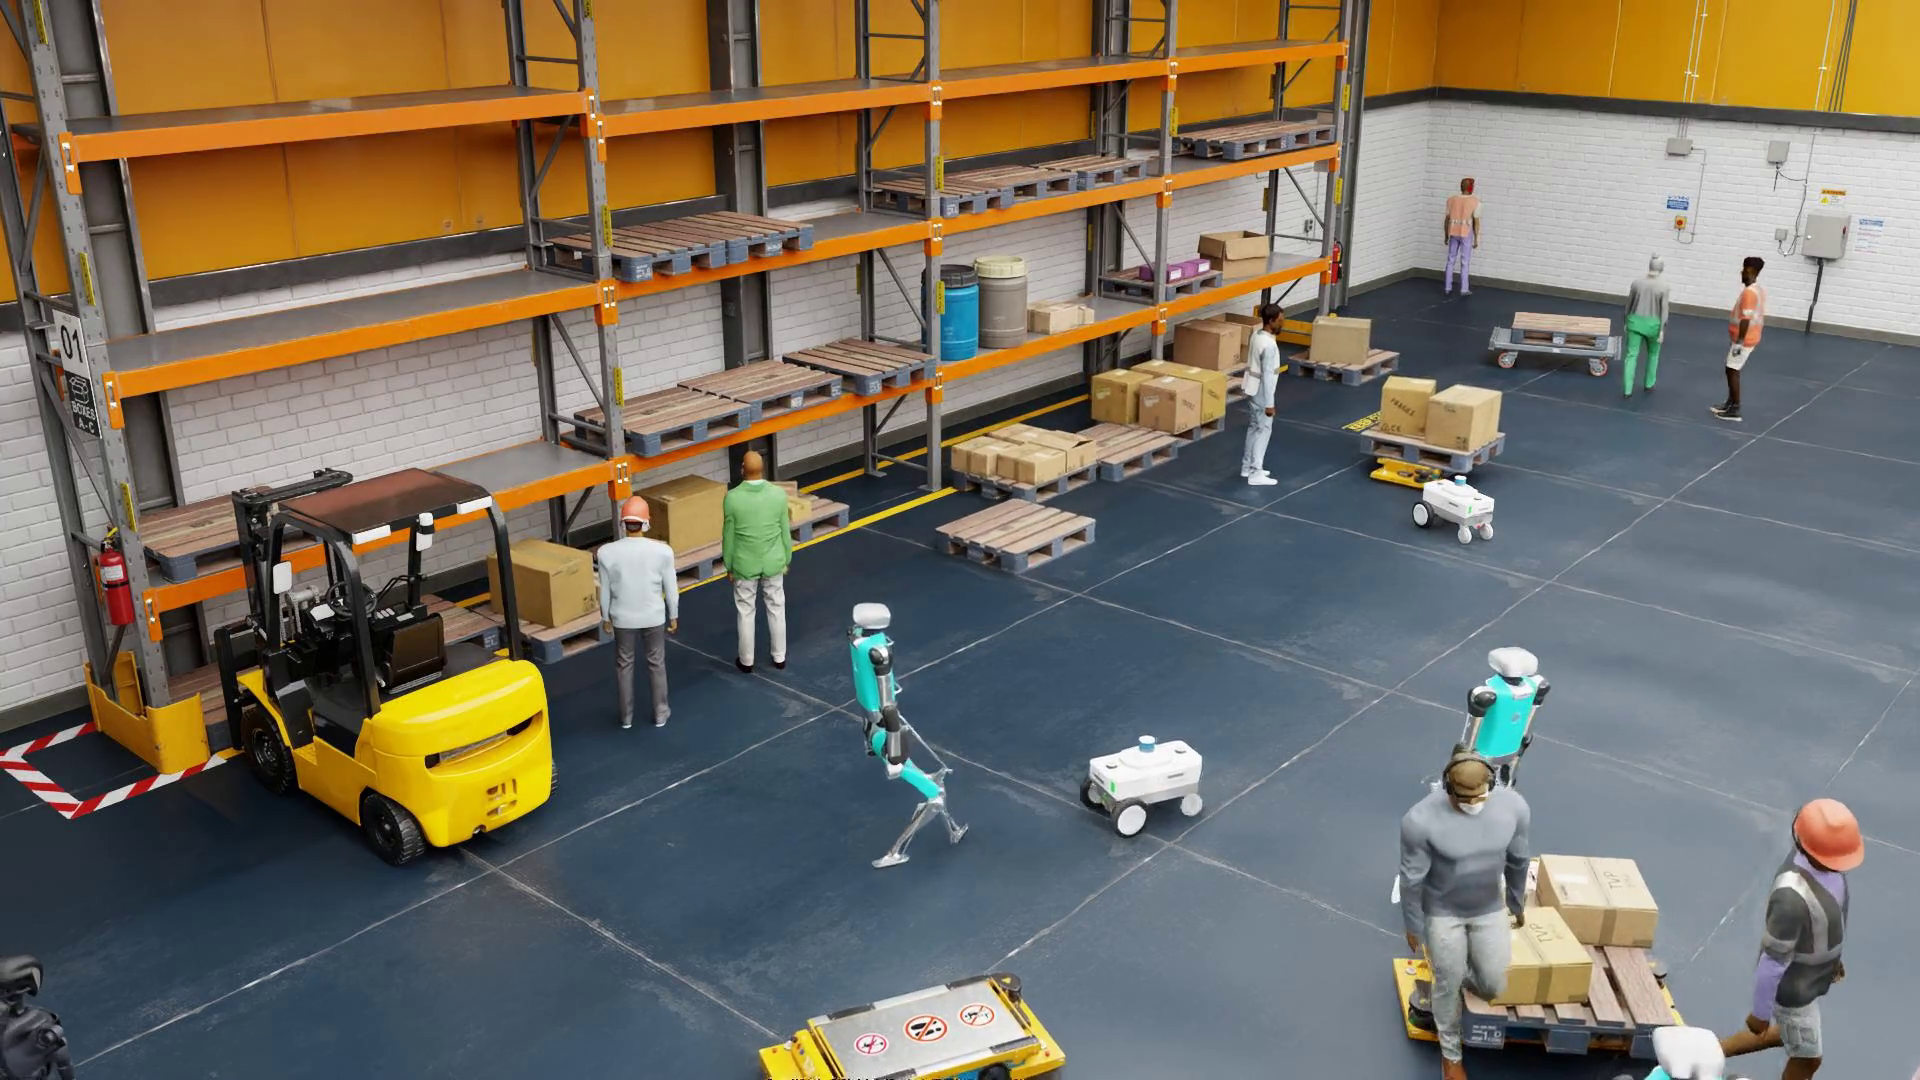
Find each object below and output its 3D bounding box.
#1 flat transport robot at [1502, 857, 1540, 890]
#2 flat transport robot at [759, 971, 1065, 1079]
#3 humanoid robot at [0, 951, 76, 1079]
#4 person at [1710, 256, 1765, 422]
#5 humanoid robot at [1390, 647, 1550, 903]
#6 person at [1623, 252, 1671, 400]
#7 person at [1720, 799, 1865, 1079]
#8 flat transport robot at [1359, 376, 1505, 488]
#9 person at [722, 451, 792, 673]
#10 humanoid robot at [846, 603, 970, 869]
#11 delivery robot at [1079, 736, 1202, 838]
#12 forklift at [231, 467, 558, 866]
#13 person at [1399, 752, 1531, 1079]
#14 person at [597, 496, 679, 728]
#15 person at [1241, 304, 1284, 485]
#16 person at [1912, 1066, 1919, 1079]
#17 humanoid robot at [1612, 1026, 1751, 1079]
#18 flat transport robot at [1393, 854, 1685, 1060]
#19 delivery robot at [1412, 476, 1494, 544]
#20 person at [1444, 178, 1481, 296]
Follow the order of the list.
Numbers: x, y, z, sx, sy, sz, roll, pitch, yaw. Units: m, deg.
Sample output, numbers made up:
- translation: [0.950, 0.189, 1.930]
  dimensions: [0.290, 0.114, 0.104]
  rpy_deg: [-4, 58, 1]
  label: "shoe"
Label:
- translation: [3.347, 2.212, 9.558]
  dimensions: [0.659, 0.231, 1.431]
  rpy_deg: [4, 21, 11]
  label: "flat transport robot"
- translation: [-0.245, 2.609, 8.482]
  dimensions: [1.431, 0.231, 0.659]
  rpy_deg: [-9, 22, -22]
  label: "flat transport robot"
- translation: [-3.868, 2.453, 6.876]
  dimensions: [0.589, 1.647, 0.459]
  rpy_deg: [8, 22, 21]
  label: "humanoid robot"
- translation: [9.182, -2.368, 19.567]
  dimensions: [0.448, 1.927, 0.627]
  rpy_deg: [11, 23, 28]
  label: "person"
- translation: [2.894, 1.355, 9.758]
  dimensions: [0.587, 1.766, 0.881]
  rpy_deg: [-10, 22, -24]
  label: "humanoid robot"
- translation: [8.494, -2.673, 20.555]
  dimensions: [0.542, 1.805, 0.853]
  rpy_deg: [14, 25, 33]
  label: "person"
- translation: [3.792, 1.997, 7.675]
  dimensions: [0.804, 1.981, 0.664]
  rpy_deg: [14, 24, 33]
  label: "person"
- translation: [5.036, -0.841, 17.831]
  dimensions: [0.659, 0.231, 1.431]
  rpy_deg: [16, 26, 37]
  label: "flat transport robot"
- translation: [-1.568, 0.174, 12.910]
  dimensions: [0.544, 1.777, 0.387]
  rpy_deg: [-7, 21, -17]
  label: "person"
- translation: [-0.235, 1.213, 10.225]
  dimensions: [0.881, 1.830, 0.557]
  rpy_deg: [-8, 22, -21]
  label: "humanoid robot"
- translation: [1.202, 1.571, 10.877]
  dimensions: [0.792, 0.592, 0.499]
  rpy_deg: [-9, 22, -22]
  label: "delivery robot"
- translation: [-3.730, 0.710, 10.856]
  dimensions: [2.313, 2.155, 1.214]
  rpy_deg: [17, 26, 38]
  label: "forklift"
- translation: [2.465, 1.830, 8.238]
  dimensions: [0.678, 1.900, 0.547]
  rpy_deg: [-1, 20, -2]
  label: "person"
- translation: [-2.313, 0.524, 12.008]
  dimensions: [0.571, 1.739, 0.347]
  rpy_deg: [-3, 20, -8]
  label: "person"
- translation: [3.135, -1.516, 17.299]
  dimensions: [0.394, 1.905, 0.599]
  rpy_deg: [-1, 20, -3]
  label: "person"
- translation: [4.236, 2.421, 6.877]
  dimensions: [0.838, 1.742, 0.569]
  rpy_deg: [12, 23, 30]
  label: "person"
- translation: [2.664, 2.526, 6.558]
  dimensions: [0.545, 1.726, 0.937]
  rpy_deg: [0, 20, 0]
  label: "humanoid robot"
- translation: [3.092, 2.457, 8.894]
  dimensions: [1.431, 0.231, 0.659]
  rpy_deg: [2, 20, 6]
  label: "flat transport robot"
- translation: [4.779, -0.318, 16.022]
  dimensions: [0.499, 0.609, 0.813]
  rpy_deg: [-9, 22, -24]
  label: "delivery robot"
- translation: [7.883, -4.770, 26.204]
  dimensions: [0.562, 1.841, 0.392]
  rpy_deg: [15, 25, 36]
  label: "person"
